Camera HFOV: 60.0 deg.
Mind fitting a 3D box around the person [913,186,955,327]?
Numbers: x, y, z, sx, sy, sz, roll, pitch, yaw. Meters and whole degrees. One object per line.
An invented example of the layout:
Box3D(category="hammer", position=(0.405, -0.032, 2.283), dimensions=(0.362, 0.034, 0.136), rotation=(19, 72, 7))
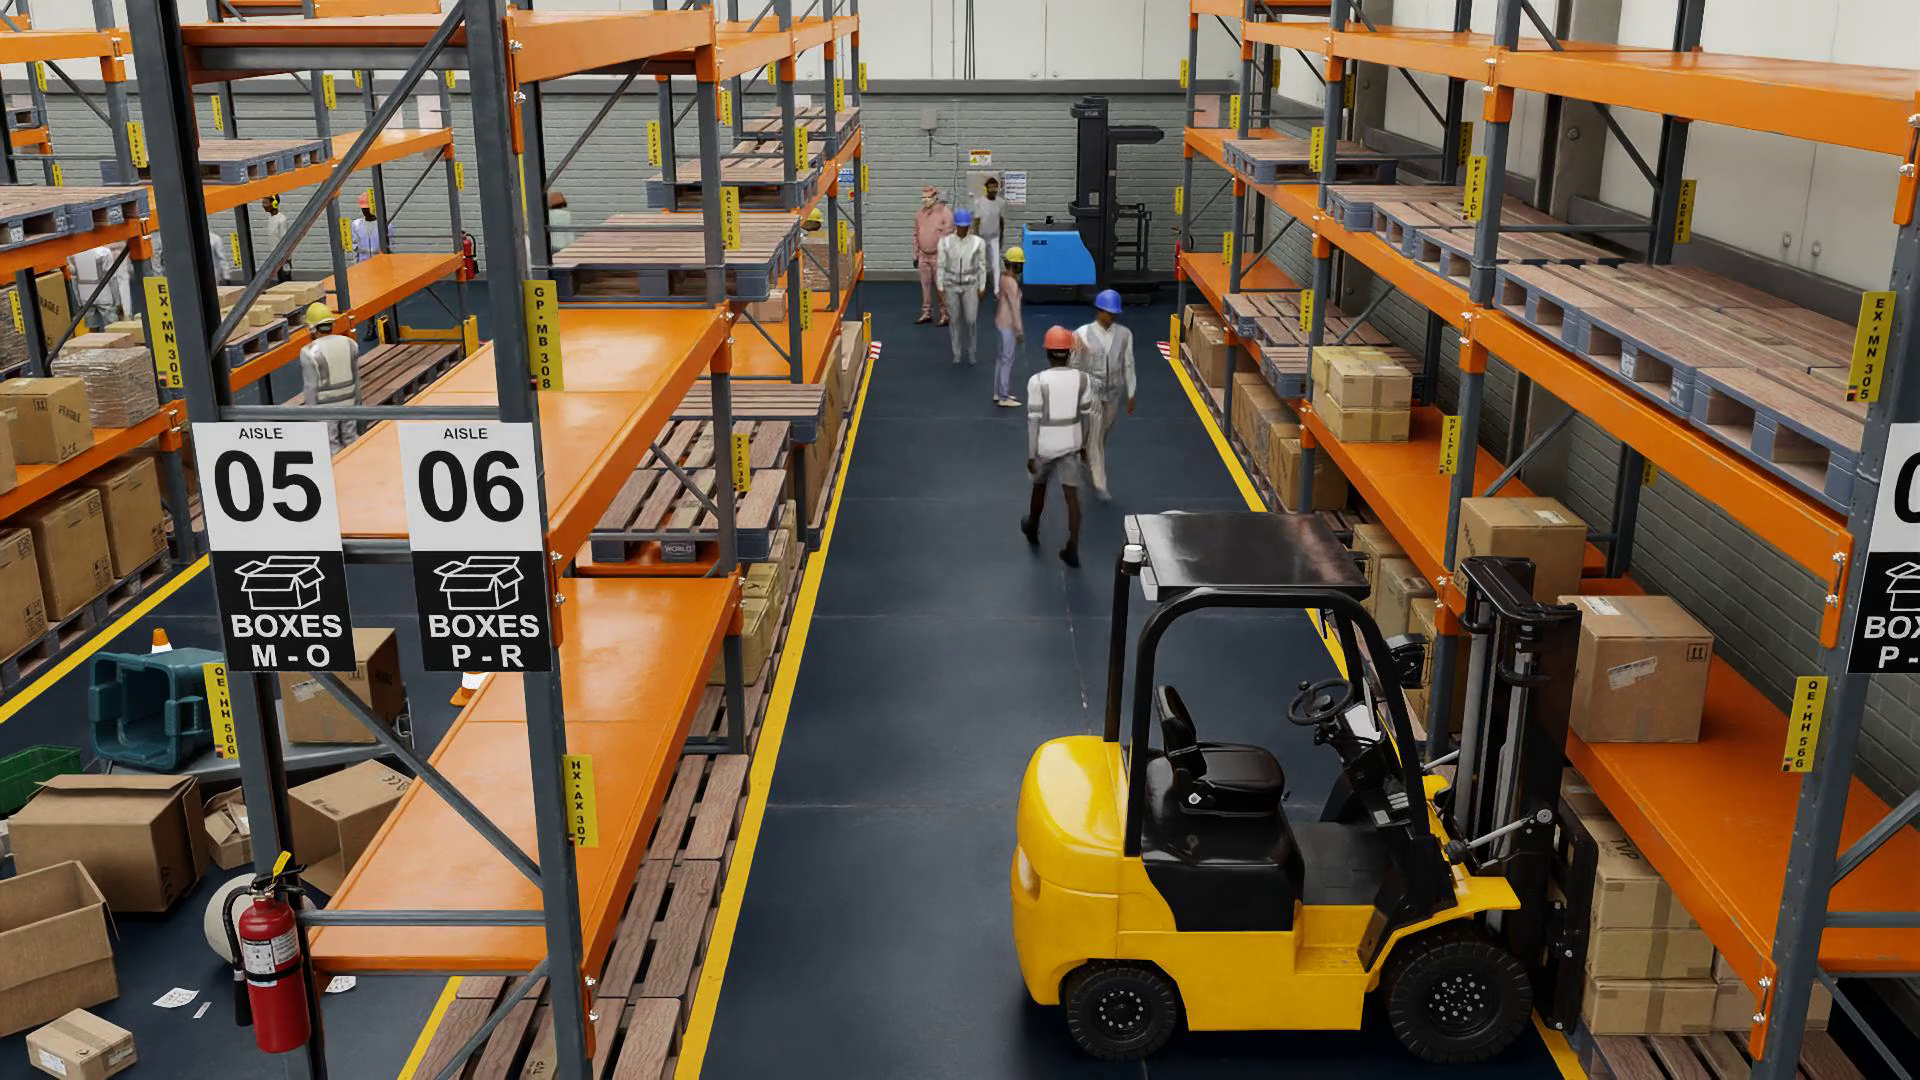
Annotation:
Box3D(category="person", position=(-0.376, -3.889, 22.803), dimensions=(0.653, 1.899, 0.404), rotation=(12, 22, 33))

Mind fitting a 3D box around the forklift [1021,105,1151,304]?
Box3D(category="forklift", position=(1.857, -4.944, 24.441), dimensions=(1.873, 2.768, 1.129), rotation=(0, 18, 0))

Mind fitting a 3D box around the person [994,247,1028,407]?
Box3D(category="person", position=(0.566, -2.348, 18.354), dimensions=(0.350, 1.755, 0.535), rotation=(-4, 19, -11))

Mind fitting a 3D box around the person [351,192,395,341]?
Box3D(category="person", position=(-7.652, -3.566, 21.751), dimensions=(0.542, 1.938, 0.358), rotation=(-2, 18, -5))

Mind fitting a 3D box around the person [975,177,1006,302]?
Box3D(category="person", position=(0.442, -4.494, 24.763), dimensions=(0.482, 1.820, 1.004), rotation=(-4, 19, -12))

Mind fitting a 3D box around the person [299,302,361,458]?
Box3D(category="person", position=(-5.570, -1.193, 14.742), dimensions=(0.404, 1.830, 0.601), rotation=(10, 21, 28))

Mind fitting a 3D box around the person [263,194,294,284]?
Box3D(category="person", position=(-9.216, -3.801, 22.598), dimensions=(0.332, 1.859, 0.511), rotation=(-15, 23, -37))

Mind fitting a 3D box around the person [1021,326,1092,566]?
Box3D(category="person", position=(0.775, -0.794, 13.455), dimensions=(0.573, 1.882, 0.983), rotation=(-5, 19, -15))

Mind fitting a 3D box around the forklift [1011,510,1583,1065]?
Box3D(category="forklift", position=(1.387, 1.055, 7.378), dimensions=(2.313, 2.155, 1.214), rotation=(0, 18, 0))

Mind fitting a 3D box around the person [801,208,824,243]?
Box3D(category="person", position=(-1.921, -3.475, 21.801), dimensions=(0.324, 1.730, 0.494), rotation=(0, 18, 1))

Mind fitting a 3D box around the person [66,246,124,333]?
Box3D(category="person", position=(-10.127, -2.835, 19.561), dimensions=(0.543, 1.929, 0.387), rotation=(1, 18, 3))

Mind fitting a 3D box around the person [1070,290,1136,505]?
Box3D(category="person", position=(1.293, -1.346, 15.130), dimensions=(0.611, 1.890, 1.014), rotation=(-5, 19, -15))

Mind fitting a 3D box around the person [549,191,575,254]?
Box3D(category="person", position=(-5.929, -4.324, 24.560), dimensions=(0.544, 1.611, 0.475), rotation=(12, 22, 33))

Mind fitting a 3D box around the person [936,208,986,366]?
Box3D(category="person", position=(0.012, -3.062, 20.256), dimensions=(0.611, 1.925, 0.618), rotation=(0, 18, 0))
